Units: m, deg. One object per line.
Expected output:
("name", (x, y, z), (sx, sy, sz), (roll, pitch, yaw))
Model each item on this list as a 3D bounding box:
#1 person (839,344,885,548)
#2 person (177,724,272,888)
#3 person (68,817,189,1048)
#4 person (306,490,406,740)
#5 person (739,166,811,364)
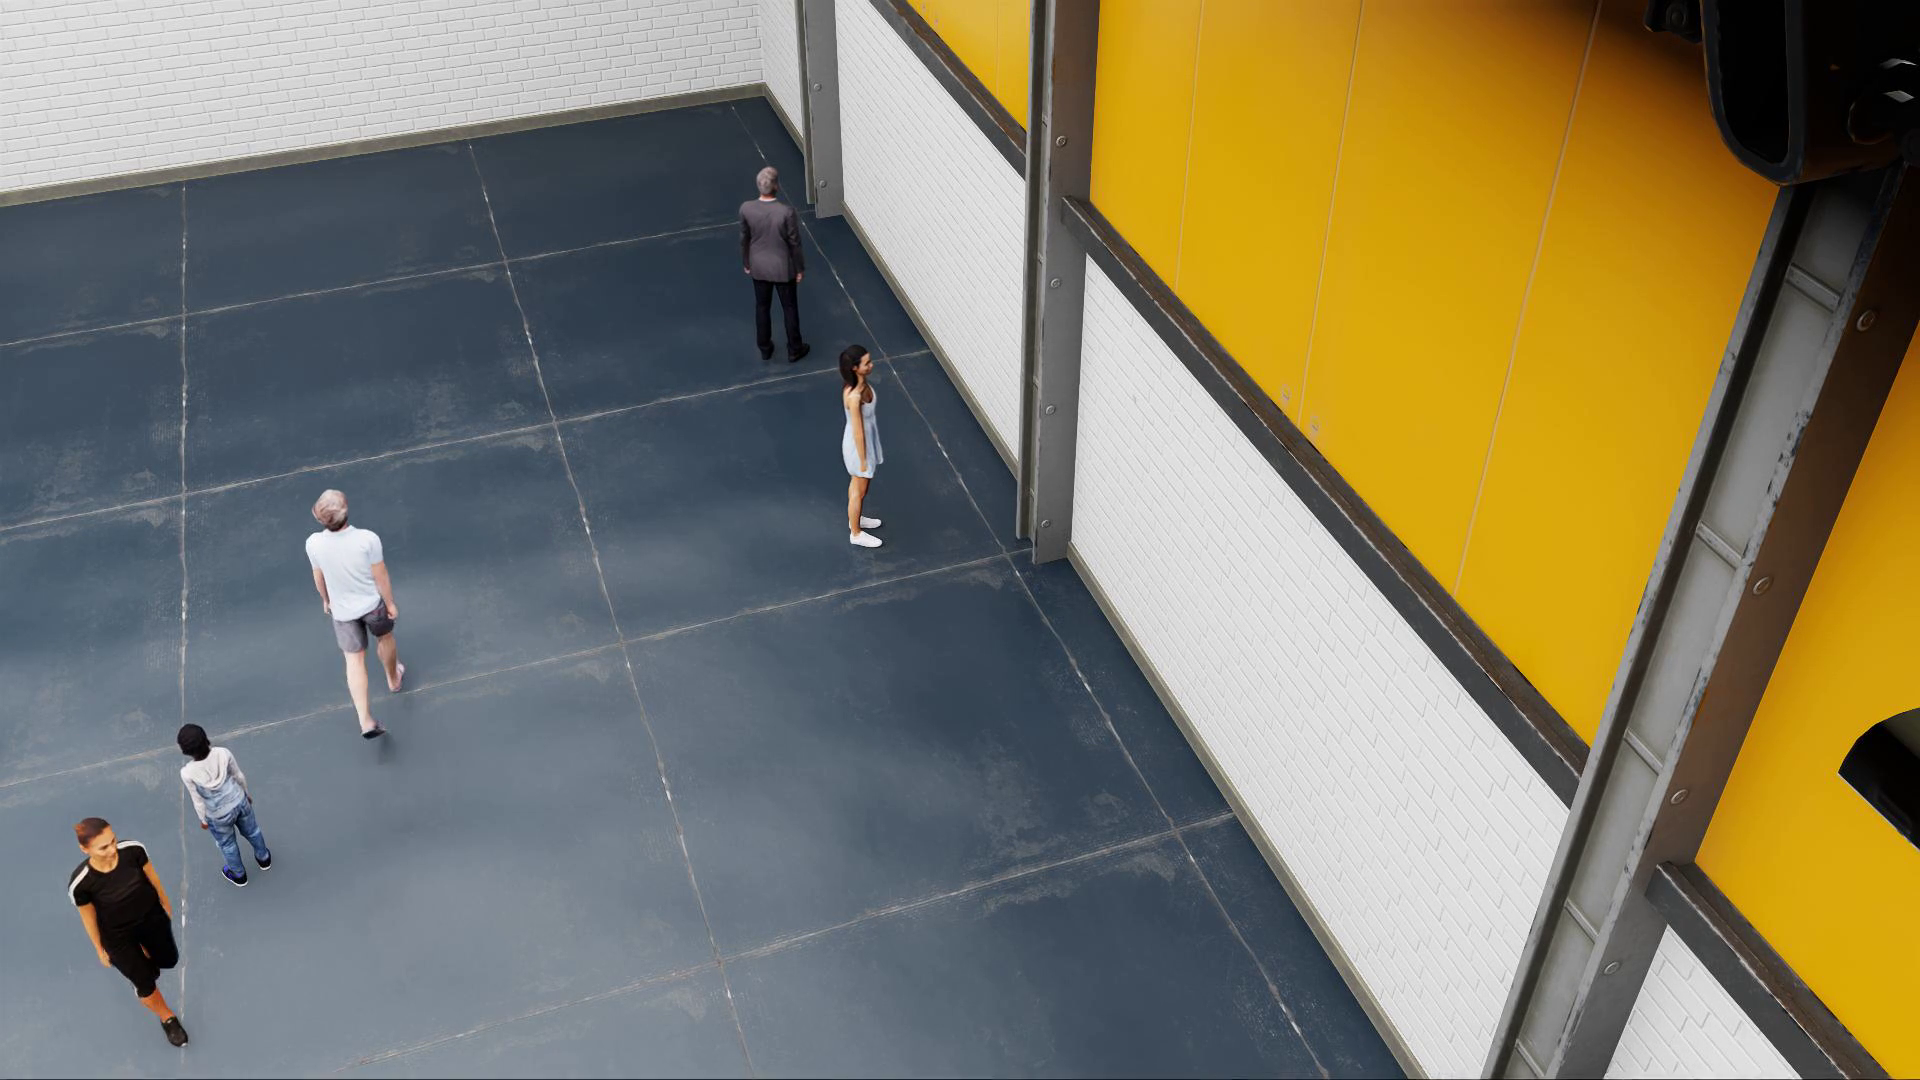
("person", (-0.756, -0.731, 12.572), (0.714, 1.730, 0.575), (0, 39, 0))
("person", (-4.453, 1.590, 10.042), (0.595, 1.260, 0.557), (30, 47, 32))
("person", (-4.583, 2.071, 9.125), (0.972, 1.653, 0.823), (31, 48, 33))
("person", (-3.968, 0.510, 10.961), (0.775, 1.801, 1.172), (-7, 39, -8))
("person", (-1.636, -2.414, 14.592), (0.811, 1.839, 0.798), (7, 39, 9))
